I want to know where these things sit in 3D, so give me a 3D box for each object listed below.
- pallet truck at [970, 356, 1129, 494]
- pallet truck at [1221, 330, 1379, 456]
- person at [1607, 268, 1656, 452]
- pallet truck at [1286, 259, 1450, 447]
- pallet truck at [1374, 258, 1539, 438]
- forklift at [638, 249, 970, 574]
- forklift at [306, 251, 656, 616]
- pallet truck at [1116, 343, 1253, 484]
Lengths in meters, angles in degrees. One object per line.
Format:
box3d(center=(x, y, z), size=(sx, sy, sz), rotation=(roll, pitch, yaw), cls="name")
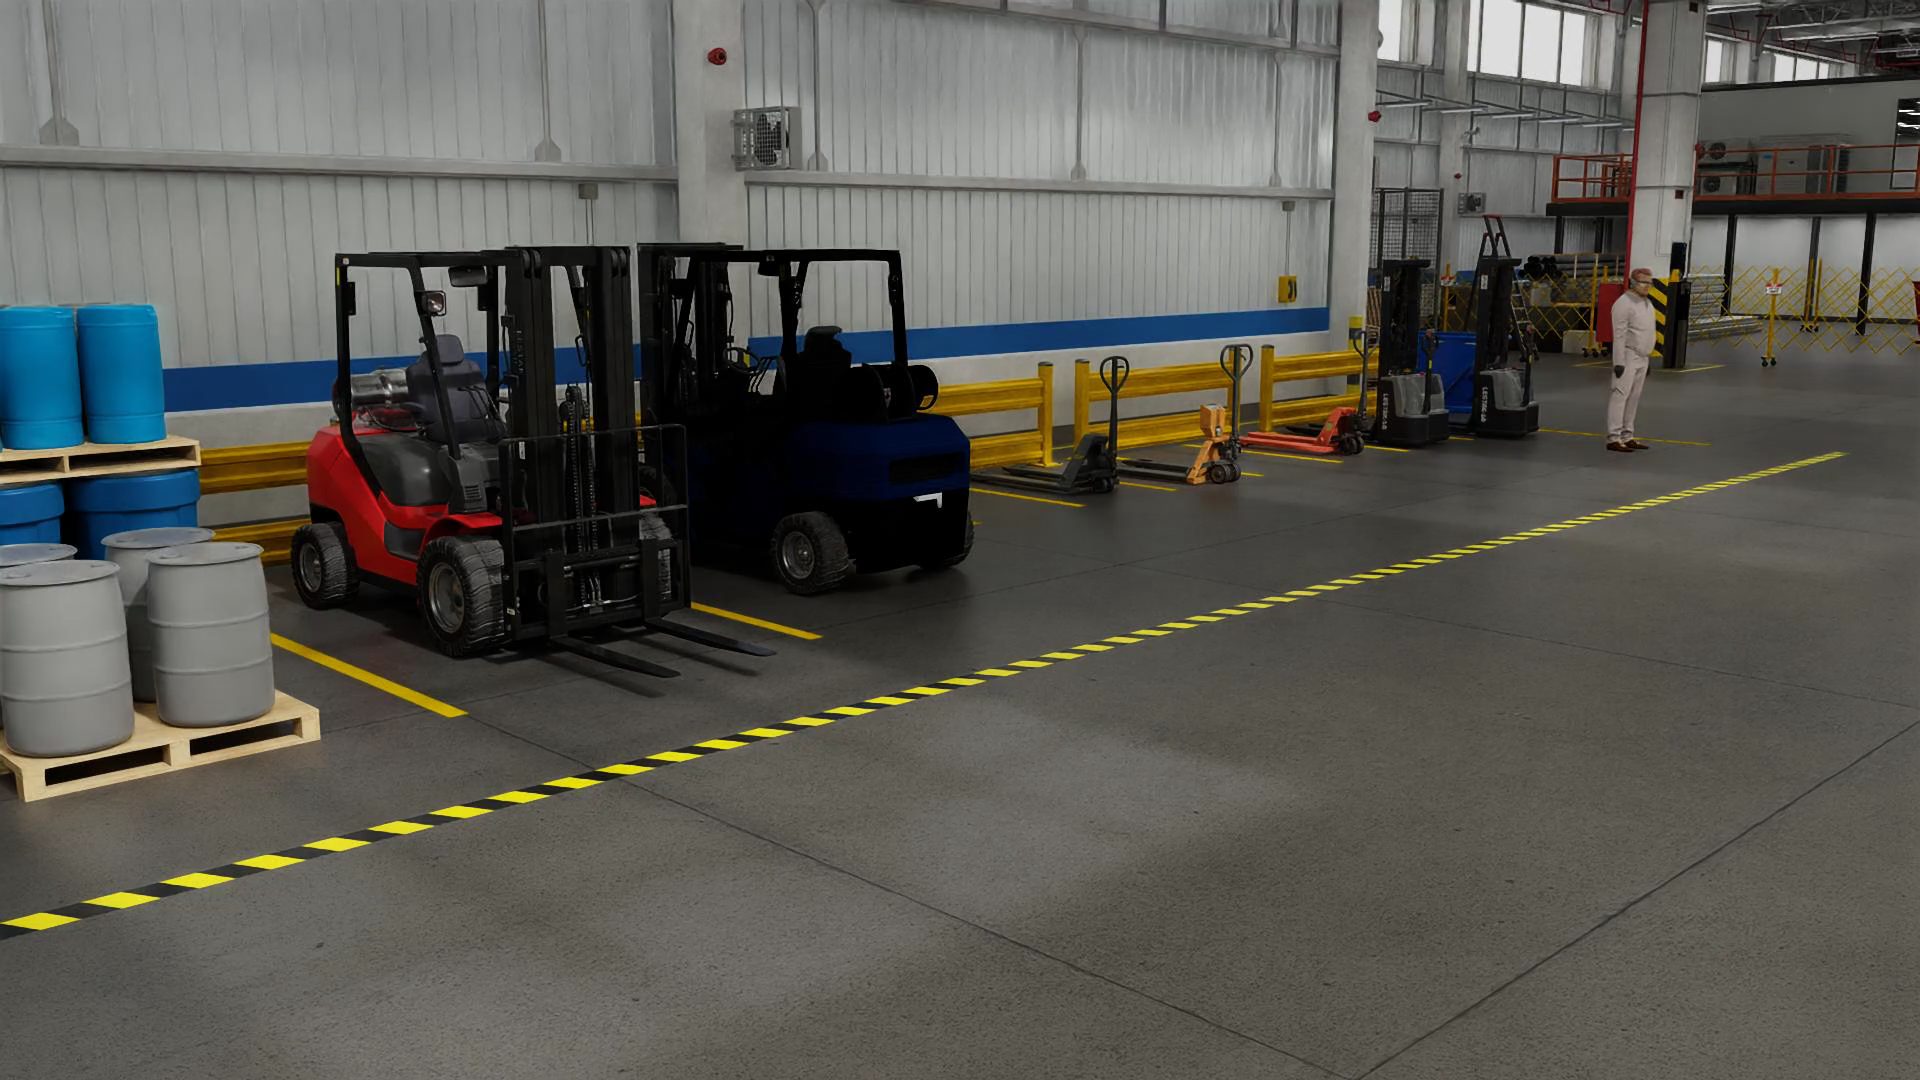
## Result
box3d(center=(0.784, -1.085, 14.876), size=(0.680, 1.201, 1.601), rotation=(-10, 14, -44), cls="pallet truck")
box3d(center=(3.563, -1.581, 17.381), size=(0.653, 1.274, 1.630), rotation=(-10, 14, -44), cls="pallet truck")
box3d(center=(7.026, -1.870, 17.331), size=(0.643, 1.902, 0.400), rotation=(-9, 14, -40), cls="person")
box3d(center=(4.493, -2.078, 18.196), size=(0.823, 1.965, 1.885), rotation=(-9, 14, -40), cls="pallet truck")
box3d(center=(5.704, -2.208, 18.901), size=(1.885, 1.965, 0.823), rotation=(10, 14, 43), cls="pallet truck")
box3d(center=(-1.173, -0.958, 11.239), size=(2.680, 1.987, 1.157), rotation=(10, 14, 43), cls="forklift")
box3d(center=(-2.833, -0.669, 9.694), size=(1.157, 1.987, 2.680), rotation=(-10, 14, -44), cls="forklift")
box3d(center=(1.962, -1.215, 15.415), size=(1.522, 1.261, 0.704), rotation=(10, 14, 43), cls="pallet truck")
